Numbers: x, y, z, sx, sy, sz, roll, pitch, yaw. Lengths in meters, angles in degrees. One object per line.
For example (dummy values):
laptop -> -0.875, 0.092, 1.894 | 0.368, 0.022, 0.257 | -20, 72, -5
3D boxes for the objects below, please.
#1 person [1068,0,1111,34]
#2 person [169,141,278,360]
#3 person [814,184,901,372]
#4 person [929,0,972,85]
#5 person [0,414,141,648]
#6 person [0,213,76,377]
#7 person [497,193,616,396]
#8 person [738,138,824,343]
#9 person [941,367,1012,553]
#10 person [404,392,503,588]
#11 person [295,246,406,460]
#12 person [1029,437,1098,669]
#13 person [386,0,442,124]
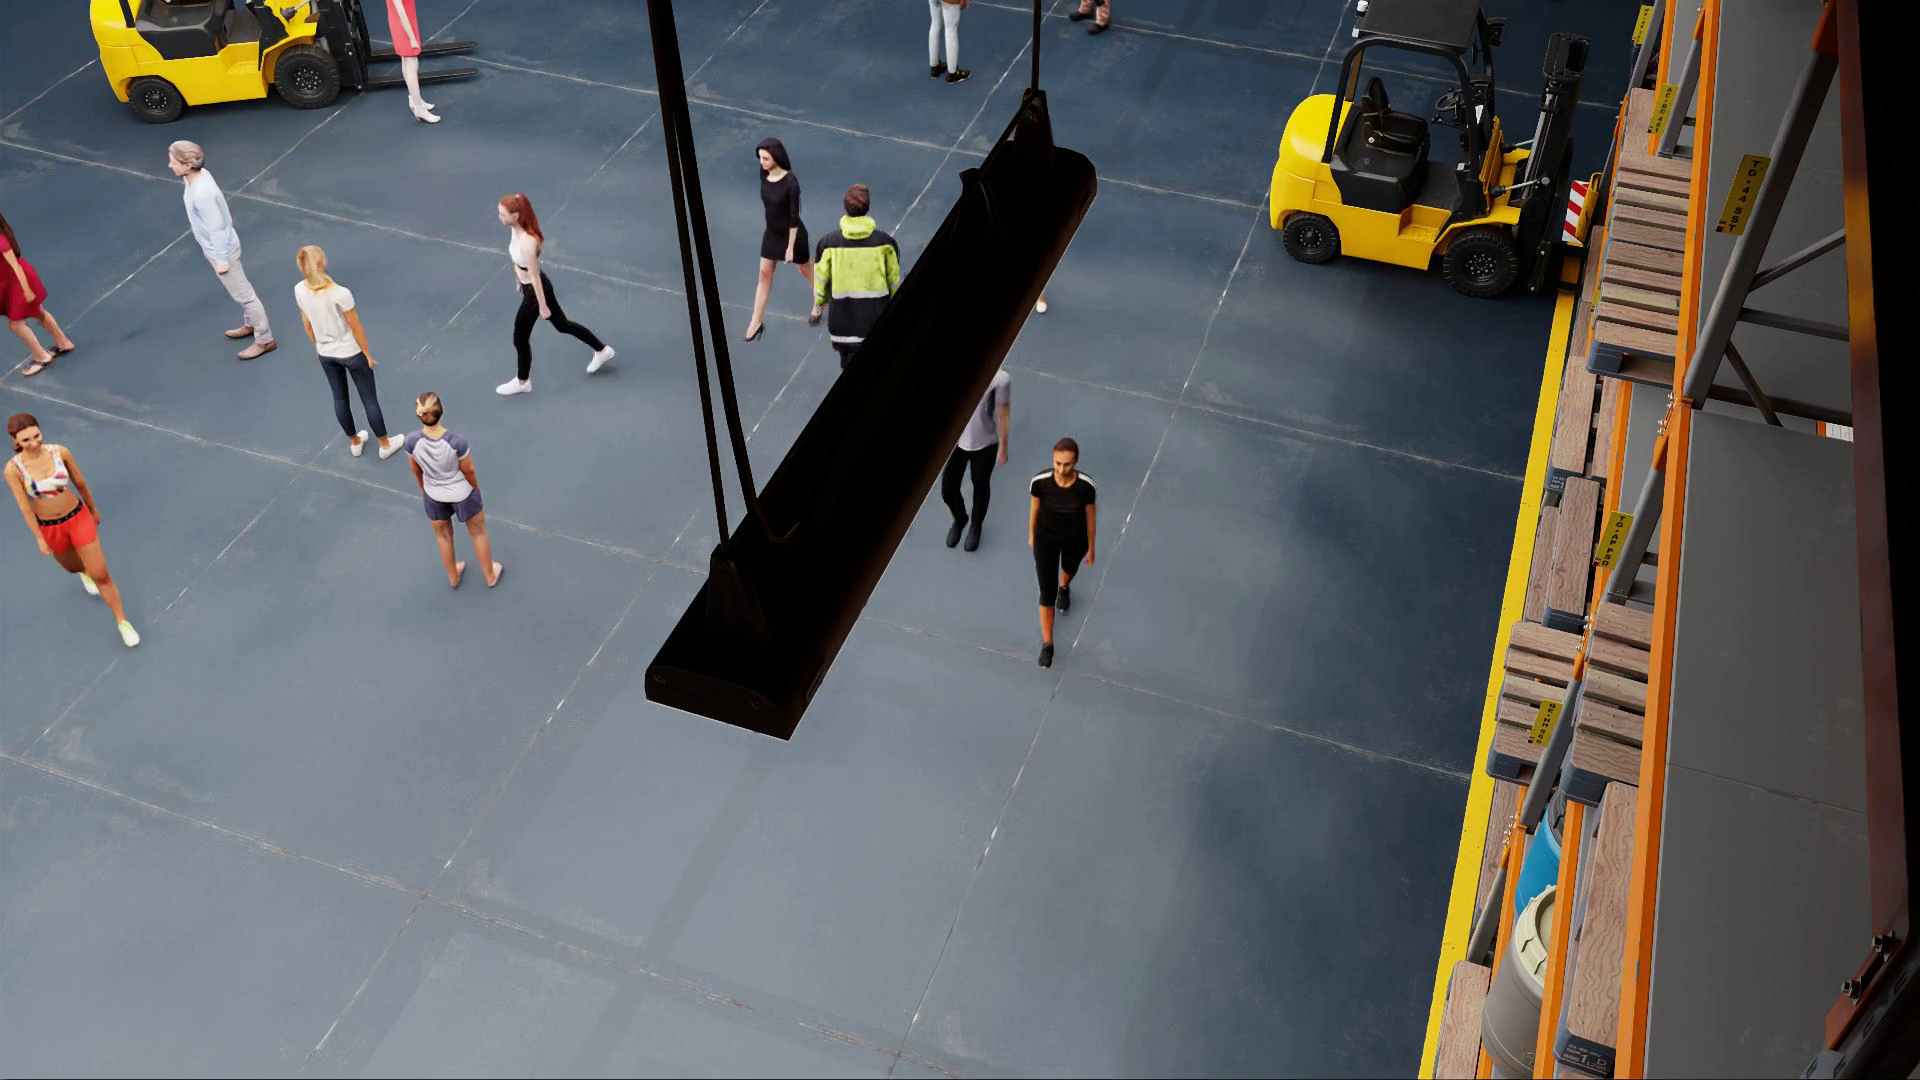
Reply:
person -> 1.389, -6.175, 17.138 | 0.828, 1.838, 0.769 | -18, 47, -18
person -> -5.782, -2.290, 13.020 | 0.788, 1.893, 0.743 | -21, 47, -20
person -> -0.732, -1.641, 12.305 | 1.113, 1.940, 1.257 | -7, 44, -8
person -> -0.154, -5.382, 16.322 | 0.703, 1.816, 0.670 | 30, 51, 28
person -> -5.866, -0.129, 10.848 | 1.086, 1.760, 1.037 | -25, 49, -24
person -> -7.325, -2.057, 13.035 | 0.790, 1.535, 0.706 | -29, 51, -27
person -> -3.138, -1.895, 12.744 | 1.161, 1.702, 1.175 | -14, 45, -15
person -> -1.308, -2.409, 13.241 | 0.879, 1.761, 1.167 | 31, 51, 28
person -> 0.105, -0.742, 11.422 | 0.703, 1.856, 0.626 | 12, 45, 12
person -> -3.418, -0.314, 11.143 | 0.629, 1.620, 0.637 | -4, 44, -5
person -> -4.492, -1.347, 12.091 | 0.617, 1.808, 0.551 | 8, 44, 9
person -> 0.682, -0.038, 10.879 | 0.764, 1.585, 1.130 | 5, 44, 5
person -> -5.273, -4.845, 15.749 | 0.725, 1.828, 0.657 | -16, 46, -16
